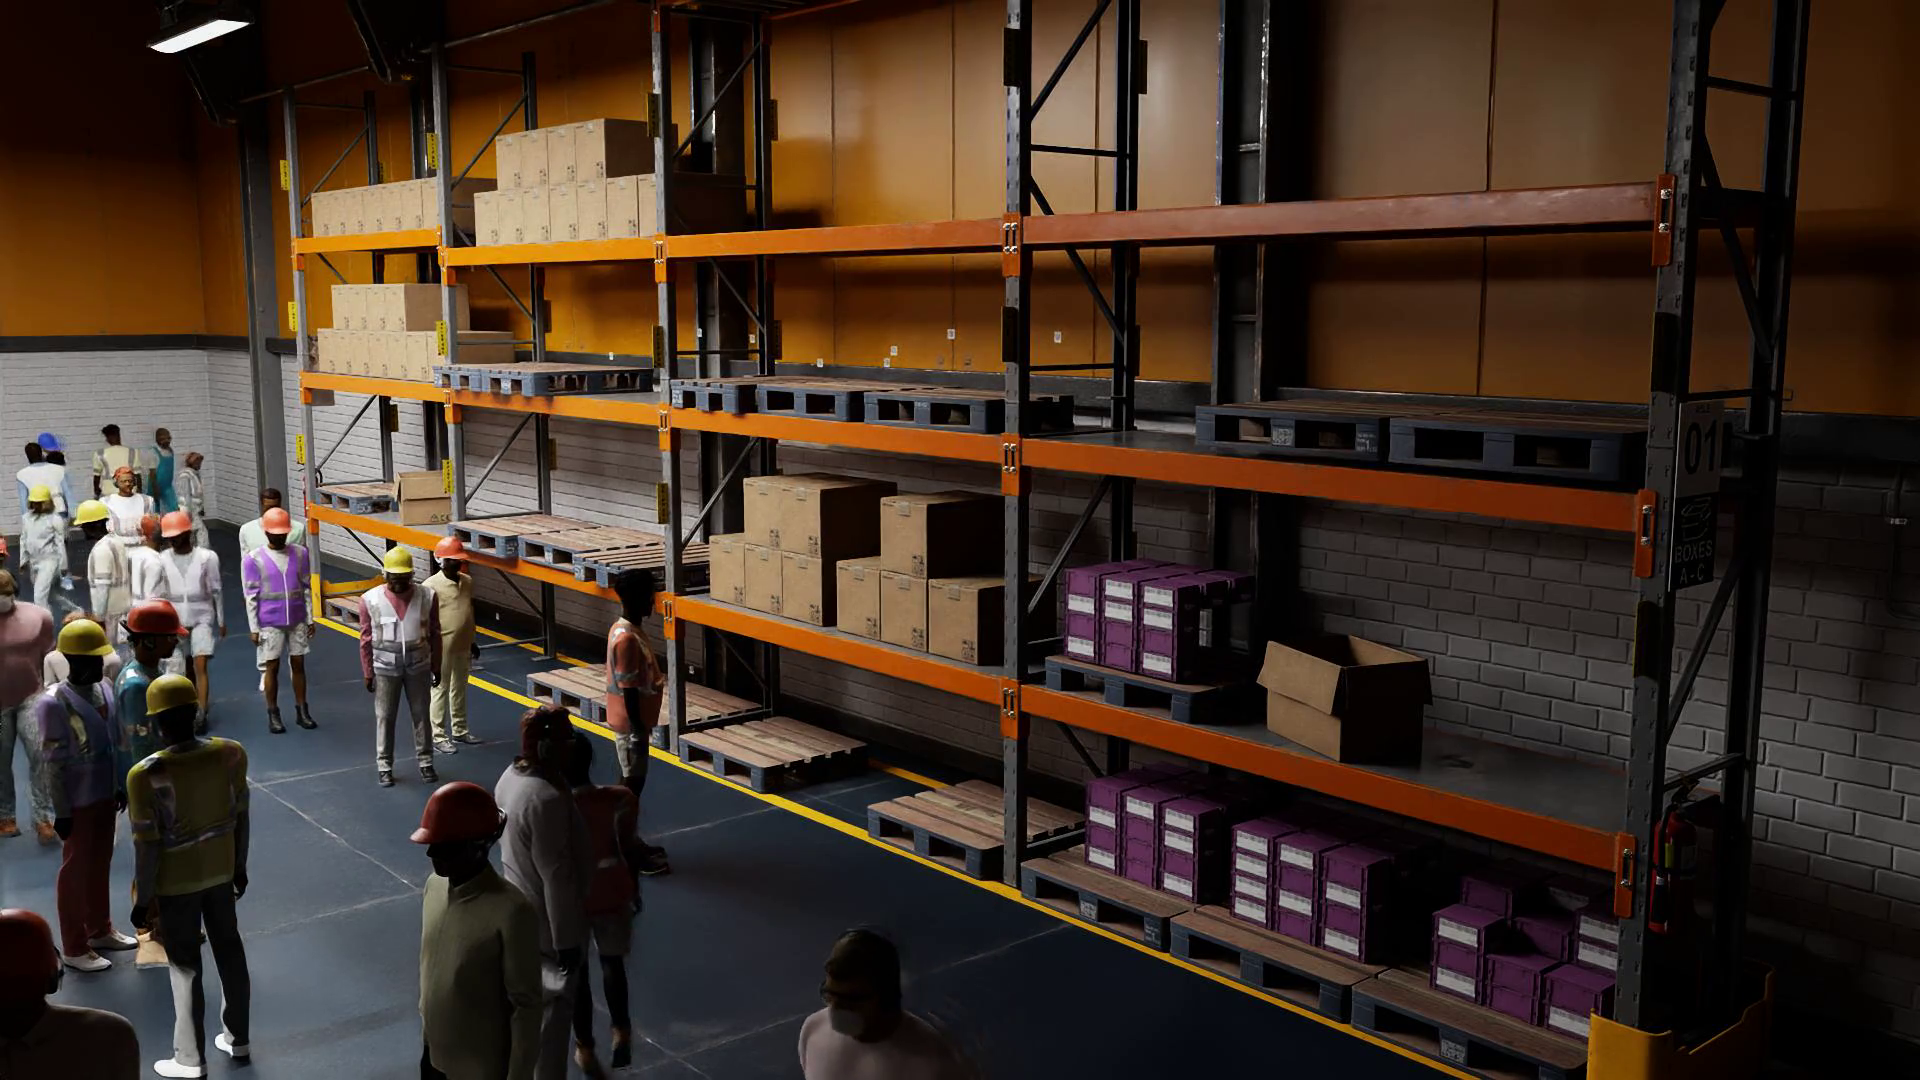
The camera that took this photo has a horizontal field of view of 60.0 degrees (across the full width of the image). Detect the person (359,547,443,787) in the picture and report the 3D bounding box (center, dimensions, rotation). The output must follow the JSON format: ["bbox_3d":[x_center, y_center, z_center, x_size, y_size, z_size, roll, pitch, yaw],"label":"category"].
[{"bbox_3d":[-4.199,0.947,12.532,0.591,1.824,0.404,-4,9,-23],"label":"person"}]

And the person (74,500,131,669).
[{"bbox_3d":[-7.561,0.588,14.714,0.403,1.907,0.618,-3,9,-19],"label":"person"}]

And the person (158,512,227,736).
[{"bbox_3d":[-6.587,0.679,14.210,0.546,1.881,1.011,-2,9,-16],"label":"person"}]

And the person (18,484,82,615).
[{"bbox_3d":[-9.789,0.230,17.877,0.491,1.708,0.767,3,9,19],"label":"person"}]

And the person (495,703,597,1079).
[{"bbox_3d":[-1.792,1.654,7.313,0.404,1.906,0.651,-5,10,-31],"label":"person"}]

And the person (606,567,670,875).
[{"bbox_3d":[-2.075,1.145,10.641,0.368,1.967,0.603,-2,8,-13],"label":"person"}]

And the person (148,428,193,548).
[{"bbox_3d":[-11.668,-0.748,24.373,0.906,1.791,0.537,3,9,18],"label":"person"}]

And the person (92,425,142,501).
[{"bbox_3d":[-11.893,-0.673,23.466,0.606,1.909,0.945,-6,10,-36],"label":"person"}]

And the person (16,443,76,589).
[{"bbox_3d":[-11.644,-0.309,21.170,1.002,1.840,0.604,6,10,36],"label":"person"}]

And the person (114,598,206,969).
[{"bbox_3d":[-4.415,1.326,9.166,0.403,2.035,0.606,-3,9,-19],"label":"person"}]

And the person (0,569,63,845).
[{"bbox_3d":[-6.343,1.121,11.116,0.644,1.885,0.873,-7,10,-38],"label":"person"}]

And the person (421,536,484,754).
[{"bbox_3d":[-4.115,0.838,13.511,0.327,1.752,0.562,4,9,24],"label":"person"}]

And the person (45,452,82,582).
[{"bbox_3d":[-11.700,-0.299,21.609,0.531,1.698,0.320,7,11,39],"label":"person"}]

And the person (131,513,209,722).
[{"bbox_3d":[-6.942,0.696,14.160,0.819,1.861,0.569,-7,11,-40],"label":"person"}]

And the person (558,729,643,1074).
[{"bbox_3d":[-1.726,1.706,7.752,0.556,1.666,0.440,-4,9,-24],"label":"person"}]

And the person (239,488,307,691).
[{"bbox_3d":[-6.435,0.454,15.649,0.590,1.912,0.388,-3,9,-21],"label":"person"}]

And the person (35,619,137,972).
[{"bbox_3d":[-4.776,1.381,9.141,0.377,1.925,0.594,0,8,3],"label":"person"}]

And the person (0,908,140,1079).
[{"bbox_3d":[-2.621,1.990,4.717,0.621,1.985,0.408,-4,9,-24],"label":"person"}]

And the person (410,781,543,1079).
[{"bbox_3d":[-1.714,1.818,5.865,0.608,1.995,0.377,6,10,38],"label":"person"}]

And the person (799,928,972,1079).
[{"bbox_3d":[-0.287,2.033,4.697,0.652,1.890,0.975,6,10,35],"label":"person"}]

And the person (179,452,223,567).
[{"bbox_3d":[-10.376,-0.400,22.621,0.728,1.599,0.575,-1,8,-4],"label":"person"}]

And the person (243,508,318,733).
[{"bbox_3d":[-5.733,0.679,14.062,0.550,1.920,0.389,-7,11,-42],"label":"person"}]

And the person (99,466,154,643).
[{"bbox_3d":[-8.903,0.153,17.831,0.355,1.883,0.574,8,11,42],"label":"person"}]

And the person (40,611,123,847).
[{"bbox_3d":[-5.792,1.258,11.074,0.506,1.617,0.464,-1,8,-4],"label":"person"}]

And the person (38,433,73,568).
[{"bbox_3d":[-12.264,-0.506,22.406,0.403,1.899,0.698,-3,9,-19],"label":"person"}]

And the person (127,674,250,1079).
[{"bbox_3d":[-3.623,1.575,7.825,0.381,1.917,0.586,5,10,32],"label":"person"}]
